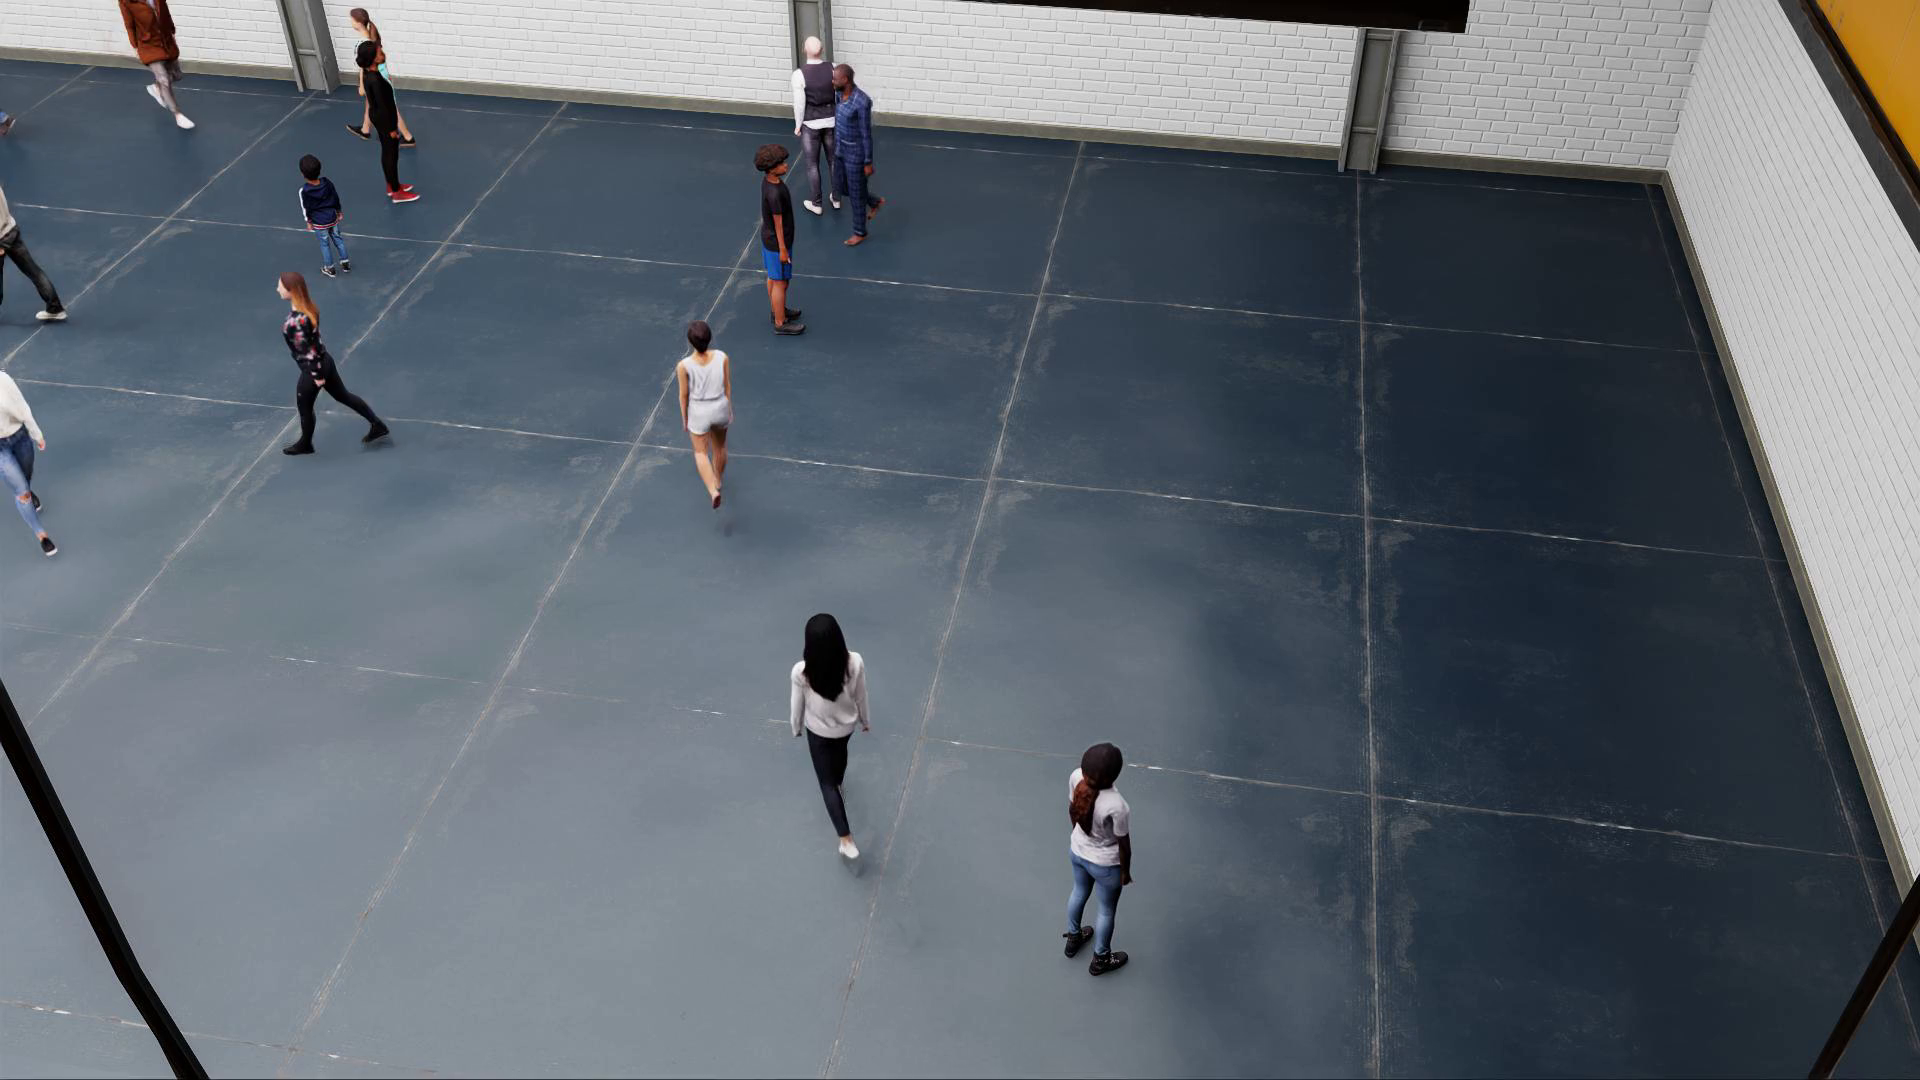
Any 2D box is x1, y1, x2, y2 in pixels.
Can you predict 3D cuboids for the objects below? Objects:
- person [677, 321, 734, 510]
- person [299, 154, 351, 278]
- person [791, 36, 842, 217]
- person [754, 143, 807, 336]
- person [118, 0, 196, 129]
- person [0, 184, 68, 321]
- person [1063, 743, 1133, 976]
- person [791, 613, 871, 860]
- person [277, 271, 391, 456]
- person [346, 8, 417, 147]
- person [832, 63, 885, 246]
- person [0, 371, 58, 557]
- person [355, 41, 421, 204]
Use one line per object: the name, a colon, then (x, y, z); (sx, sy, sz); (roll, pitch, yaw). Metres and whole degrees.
person: (-1.925, -0.948, 12.809); (0.908, 1.589, 0.883); (-13, 40, -16)
person: (-6.042, -3.080, 15.774); (0.596, 1.220, 0.647); (-26, 46, -29)
person: (-1.409, -4.144, 16.623); (0.754, 1.823, 0.844); (-18, 42, -22)
person: (-1.630, -2.693, 14.827); (0.683, 1.797, 0.695); (-7, 39, -9)
person: (-8.879, -5.445, 18.255); (1.108, 1.820, 0.924); (20, 43, 24)
person: (-8.503, -2.730, 14.897); (1.115, 1.767, 0.720); (2, 39, 3)
person: (0.769, 1.768, 9.304); (0.730, 1.719, 0.648); (-29, 47, -32)
person: (-0.751, 1.196, 10.065); (1.125, 1.664, 1.053); (-15, 41, -18)
person: (-5.074, -1.398, 13.329); (1.159, 1.644, 0.854); (-7, 39, -8)
person: (-6.182, -4.932, 17.851); (1.022, 1.522, 0.637); (2, 39, 3)
person: (-0.976, -3.788, 16.194); (0.985, 1.803, 0.925); (-24, 45, -27)
person: (-7.182, -0.751, 12.509); (1.034, 1.655, 1.199); (-31, 48, -33)
person: (-5.846, -4.249, 16.874); (0.710, 1.675, 0.670); (-20, 43, -23)
